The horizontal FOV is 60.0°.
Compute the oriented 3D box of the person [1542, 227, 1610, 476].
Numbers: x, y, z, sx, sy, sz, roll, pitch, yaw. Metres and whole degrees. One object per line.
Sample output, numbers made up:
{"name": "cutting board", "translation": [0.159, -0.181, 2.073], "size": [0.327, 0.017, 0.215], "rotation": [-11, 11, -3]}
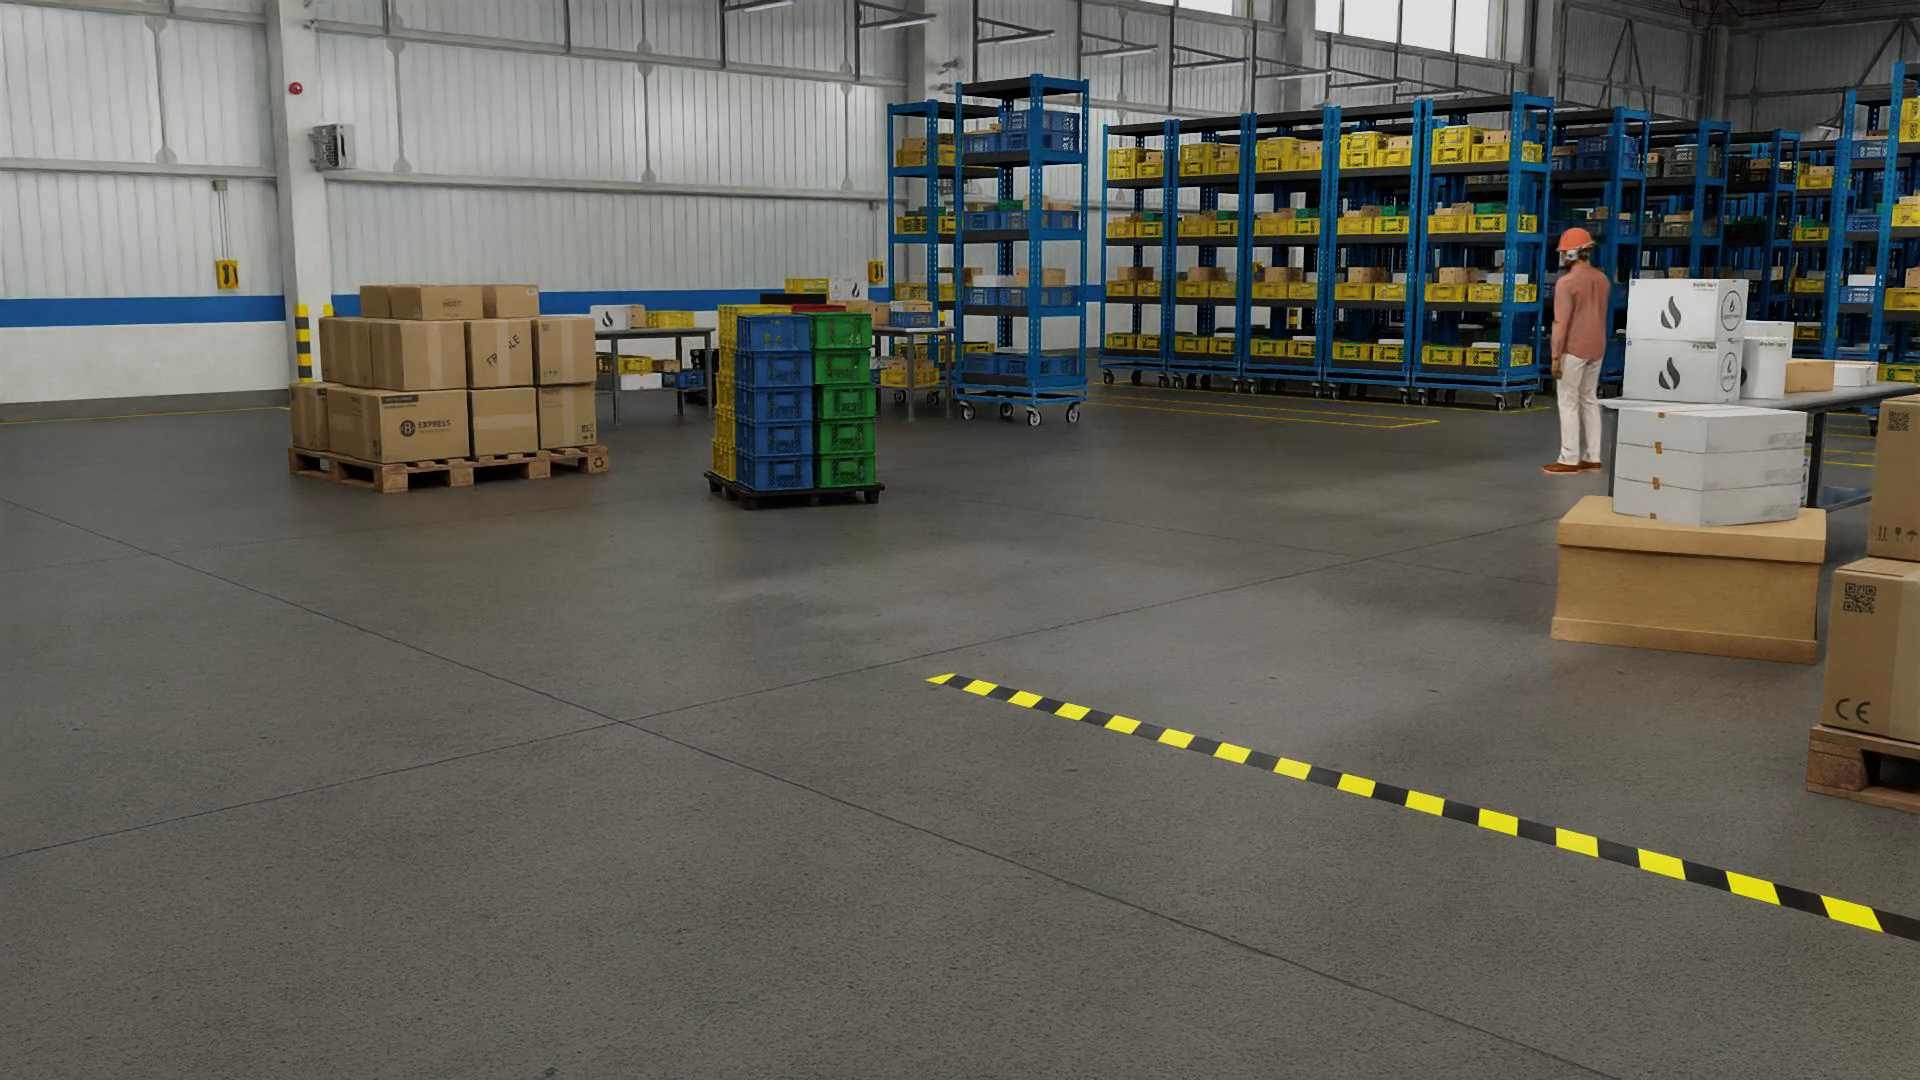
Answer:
{"name": "person", "translation": [4.937, -1.507, 13.373], "size": [0.627, 1.980, 0.426], "rotation": [-5, 11, -30]}
